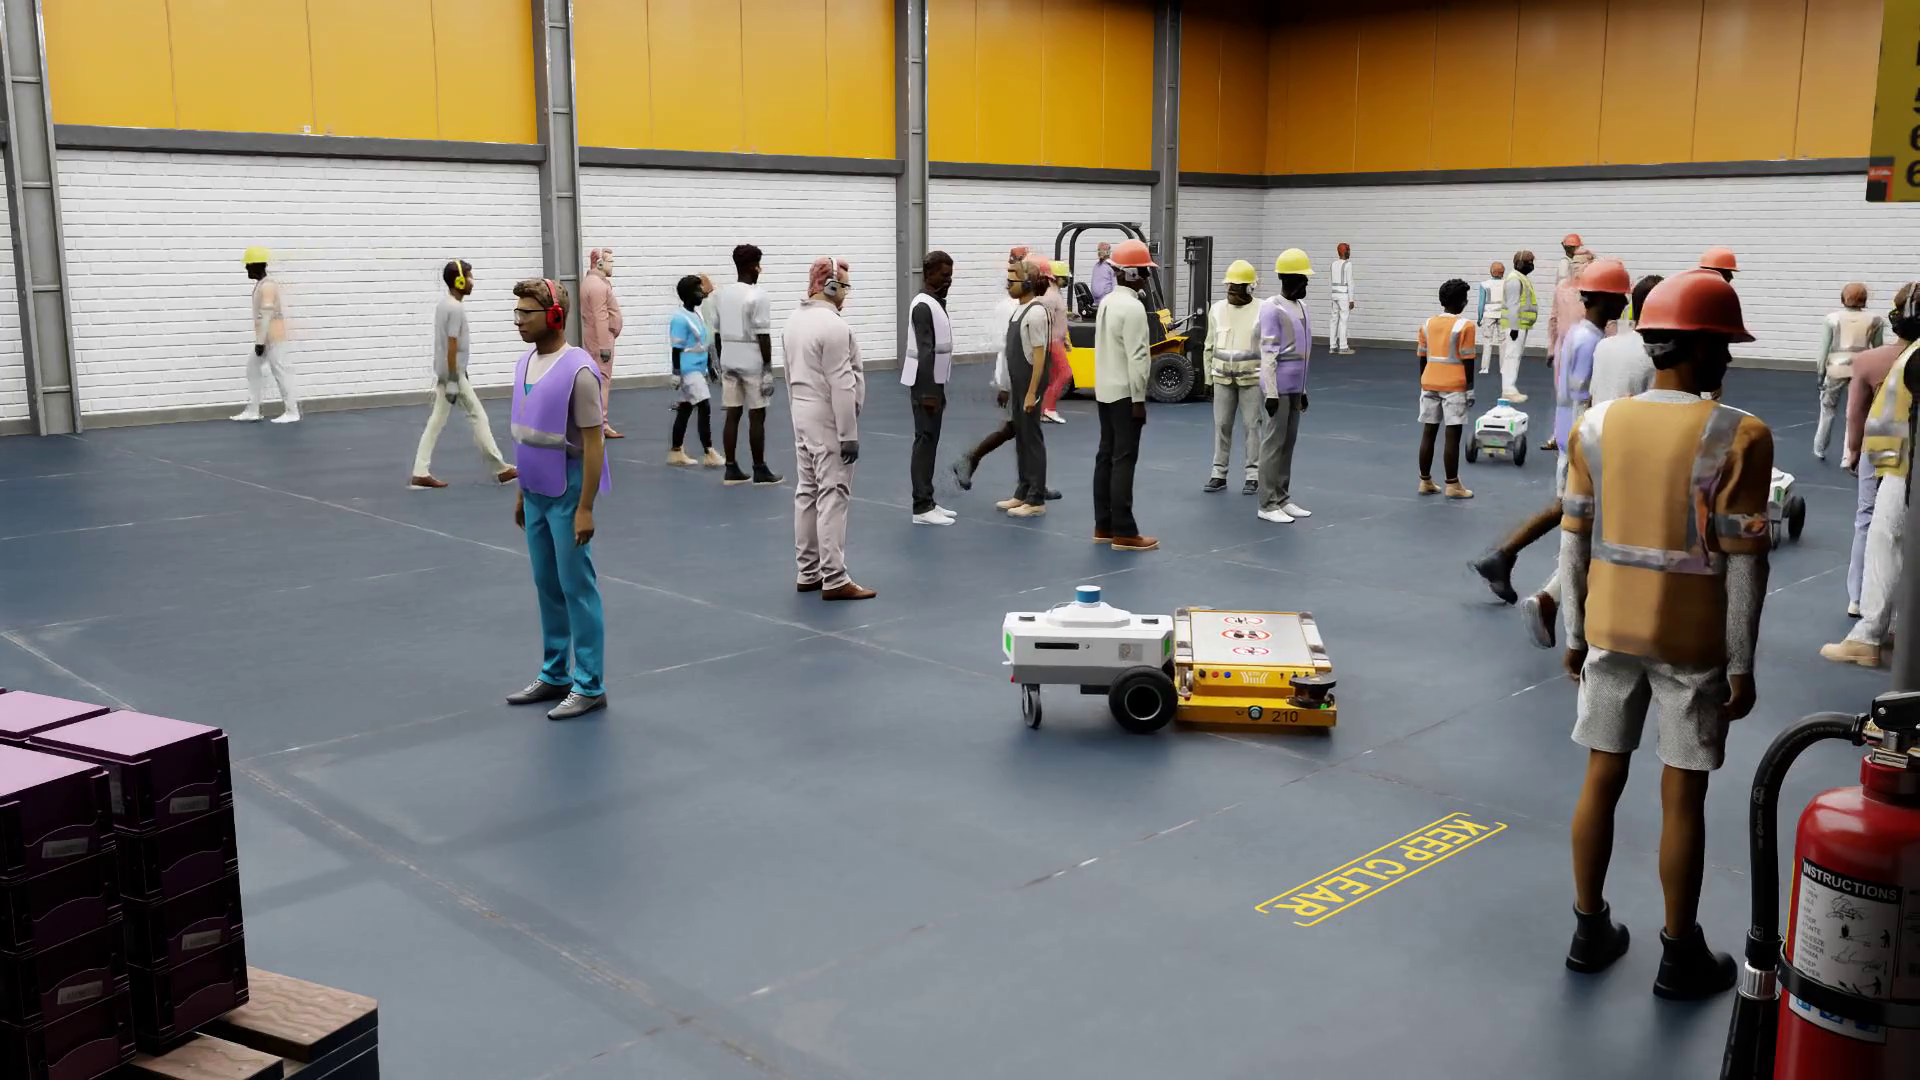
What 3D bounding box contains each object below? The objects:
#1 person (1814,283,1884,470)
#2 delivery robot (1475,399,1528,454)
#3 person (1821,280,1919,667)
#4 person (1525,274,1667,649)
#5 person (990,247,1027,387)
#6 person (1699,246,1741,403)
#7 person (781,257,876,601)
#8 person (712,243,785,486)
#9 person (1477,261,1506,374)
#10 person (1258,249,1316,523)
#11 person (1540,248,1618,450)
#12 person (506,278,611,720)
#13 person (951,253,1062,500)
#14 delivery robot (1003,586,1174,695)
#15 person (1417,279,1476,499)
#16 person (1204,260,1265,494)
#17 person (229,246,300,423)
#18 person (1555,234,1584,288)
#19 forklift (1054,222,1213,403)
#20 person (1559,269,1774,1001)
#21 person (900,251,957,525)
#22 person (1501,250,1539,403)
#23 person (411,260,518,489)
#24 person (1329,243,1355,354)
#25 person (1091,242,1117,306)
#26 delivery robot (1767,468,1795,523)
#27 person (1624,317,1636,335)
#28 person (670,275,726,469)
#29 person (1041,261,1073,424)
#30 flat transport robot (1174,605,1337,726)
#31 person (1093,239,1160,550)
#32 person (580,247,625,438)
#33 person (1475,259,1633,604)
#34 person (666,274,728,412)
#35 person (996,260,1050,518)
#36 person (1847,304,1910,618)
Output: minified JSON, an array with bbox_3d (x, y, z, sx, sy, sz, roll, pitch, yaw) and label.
[{"bbox_3d":[7.778,-1.442,14.599,0.529,1.601,0.837,4,11,20],"label":"person"},{"bbox_3d":[4.861,-1.021,14.912,0.477,0.478,0.707,6,12,28],"label":"delivery robot"},{"bbox_3d":[4.491,-0.322,7.939,0.516,1.815,0.658,6,12,29],"label":"person"},{"bbox_3d":[3.038,-0.312,7.782,0.586,1.841,0.563,-3,11,-18],"label":"person"},{"bbox_3d":[0.677,-2.886,21.763,0.747,1.861,0.620,-1,10,-4],"label":"person"},{"bbox_3d":[5.827,-1.309,12.973,0.378,1.932,0.551,0,10,0],"label":"person"},{"bbox_3d":[-0.730,-0.617,9.295,0.407,1.902,0.638,-6,12,-31],"label":"person"},{"bbox_3d":[-1.727,-1.412,13.454,0.613,1.961,0.366,8,13,37],"label":"person"},{"bbox_3d":[7.792,-3.223,24.211,0.514,1.642,0.310,1,10,6],"label":"person"},{"bbox_3d":[2.322,-1.091,11.803,0.366,1.926,0.594,7,12,33],"label":"person"},{"bbox_3d":[5.764,-1.760,15.511,0.403,1.906,0.651,-9,14,-41],"label":"person"},{"bbox_3d":[-1.696,-0.177,7.039,0.382,1.845,0.571,-10,14,-43],"label":"person"},{"bbox_3d":[0.350,-1.244,12.754,0.825,1.897,0.582,1,10,8],"label":"person"},{"bbox_3d":[0.534,0.435,6.970,0.707,0.478,0.477,1,11,6],"label":"delivery robot"},{"bbox_3d":[3.754,-1.163,12.835,0.322,1.692,0.533,-6,12,-31],"label":"person"},{"bbox_3d":[2.186,-1.268,13.036,0.595,1.828,0.403,6,12,28],"label":"person"},{"bbox_3d":[-7.548,-2.183,17.849,0.833,1.894,0.615,-6,12,-29],"label":"person"},{"bbox_3d":[9.482,-3.746,25.964,0.397,2.043,0.609,5,12,26],"label":"person"},{"bbox_3d":[1.935,-2.847,20.651,2.313,2.155,1.214,2,11,13],"label":"forklift"},{"bbox_3d":[1.879,0.253,4.458,0.375,1.934,0.547,-9,14,-40],"label":"person"},{"bbox_3d":[-0.216,-1.071,11.737,0.390,1.914,0.587,1,10,5],"label":"person"},{"bbox_3d":[6.816,-2.603,20.282,0.429,1.841,0.633,5,12,26],"label":"person"},{"bbox_3d":[-3.994,-1.318,13.354,0.984,1.817,0.546,-6,12,-31],"label":"person"},{"bbox_3d":[6.546,-4.127,28.480,0.352,1.884,0.576,-5,12,-26],"label":"person"},{"bbox_3d":[2.332,-3.905,27.186,0.410,1.913,0.651,-6,12,-30],"label":"person"},{"bbox_3d":[5.316,-0.314,11.041,0.477,0.478,0.707,7,12,31],"label":"delivery robot"},{"bbox_3d":[6.020,-1.433,14.471,0.507,1.632,0.276,3,11,18],"label":"person"},{"bbox_3d":[-2.234,-1.456,14.470,0.700,1.673,0.545,1,10,4],"label":"person"},{"bbox_3d":[1.061,-2.113,17.869,0.450,1.752,0.524,2,11,13],"label":"person"},{"bbox_3d":[1.290,0.535,7.454,0.652,0.197,1.431,1,10,7],"label":"flat transport robot"},{"bbox_3d":[1.069,-0.937,10.774,0.393,1.995,0.612,-3,11,-17],"label":"person"},{"bbox_3d":[-3.579,-1.974,16.683,0.402,1.904,0.652,-4,11,-19],"label":"person"},{"bbox_3d":[3.284,-0.547,8.915,0.892,1.909,0.555,3,11,14],"label":"person"},{"bbox_3d":[-2.938,-2.260,19.103,0.874,1.582,0.520,-7,12,-32],"label":"person"},{"bbox_3d":[0.467,-1.086,12.006,0.342,1.844,0.509,-2,11,-13],"label":"person"},{"bbox_3d":[4.919,-0.442,8.702,0.313,1.769,0.523,-10,14,-43],"label":"person"}]
